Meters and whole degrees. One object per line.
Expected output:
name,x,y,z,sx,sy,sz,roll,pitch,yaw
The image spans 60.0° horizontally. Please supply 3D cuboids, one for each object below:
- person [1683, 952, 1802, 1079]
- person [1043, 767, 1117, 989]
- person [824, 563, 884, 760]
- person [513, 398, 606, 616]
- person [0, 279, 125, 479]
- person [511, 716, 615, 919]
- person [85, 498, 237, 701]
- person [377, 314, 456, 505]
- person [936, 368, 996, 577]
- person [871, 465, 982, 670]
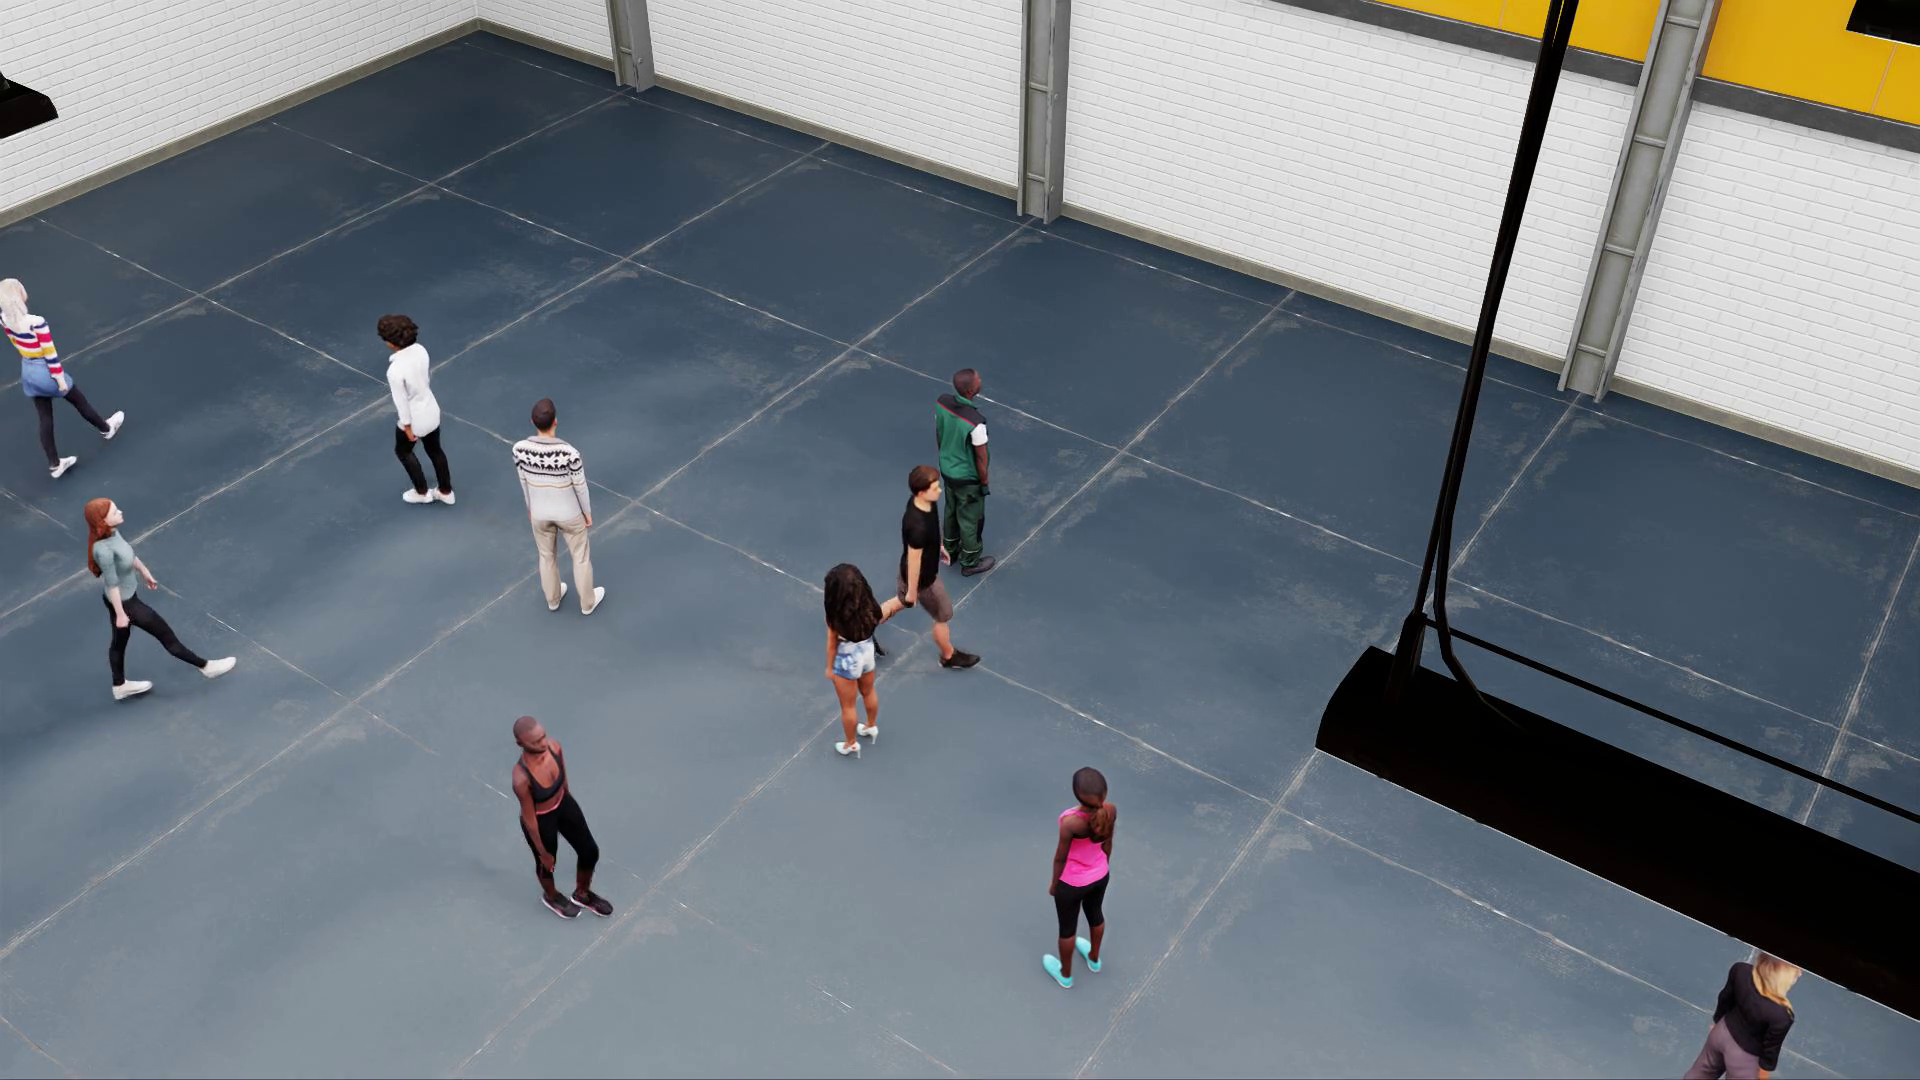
person,4.135,2.748,8.883,0.738,1.668,0.663,-9,39,-11
person,0.724,1.988,9.790,0.629,1.724,0.657,-21,43,-24
person,-0.730,0.826,11.330,0.569,1.619,0.554,25,45,28
person,-3.027,-0.222,12.459,0.696,1.848,0.817,3,39,4
person,-7.722,-1.322,13.898,1.089,1.770,0.931,12,40,15
person,-2.583,1.678,10.163,0.731,1.742,0.656,19,42,22
person,-5.958,0.465,11.721,1.035,1.695,1.113,-14,41,-17
person,-4.345,-1.027,13.506,0.718,1.798,0.699,16,41,19
person,0.027,-0.536,12.859,0.802,1.838,0.617,-29,47,-31
person,-0.380,0.202,11.939,1.282,1.833,1.114,-1,39,-1
